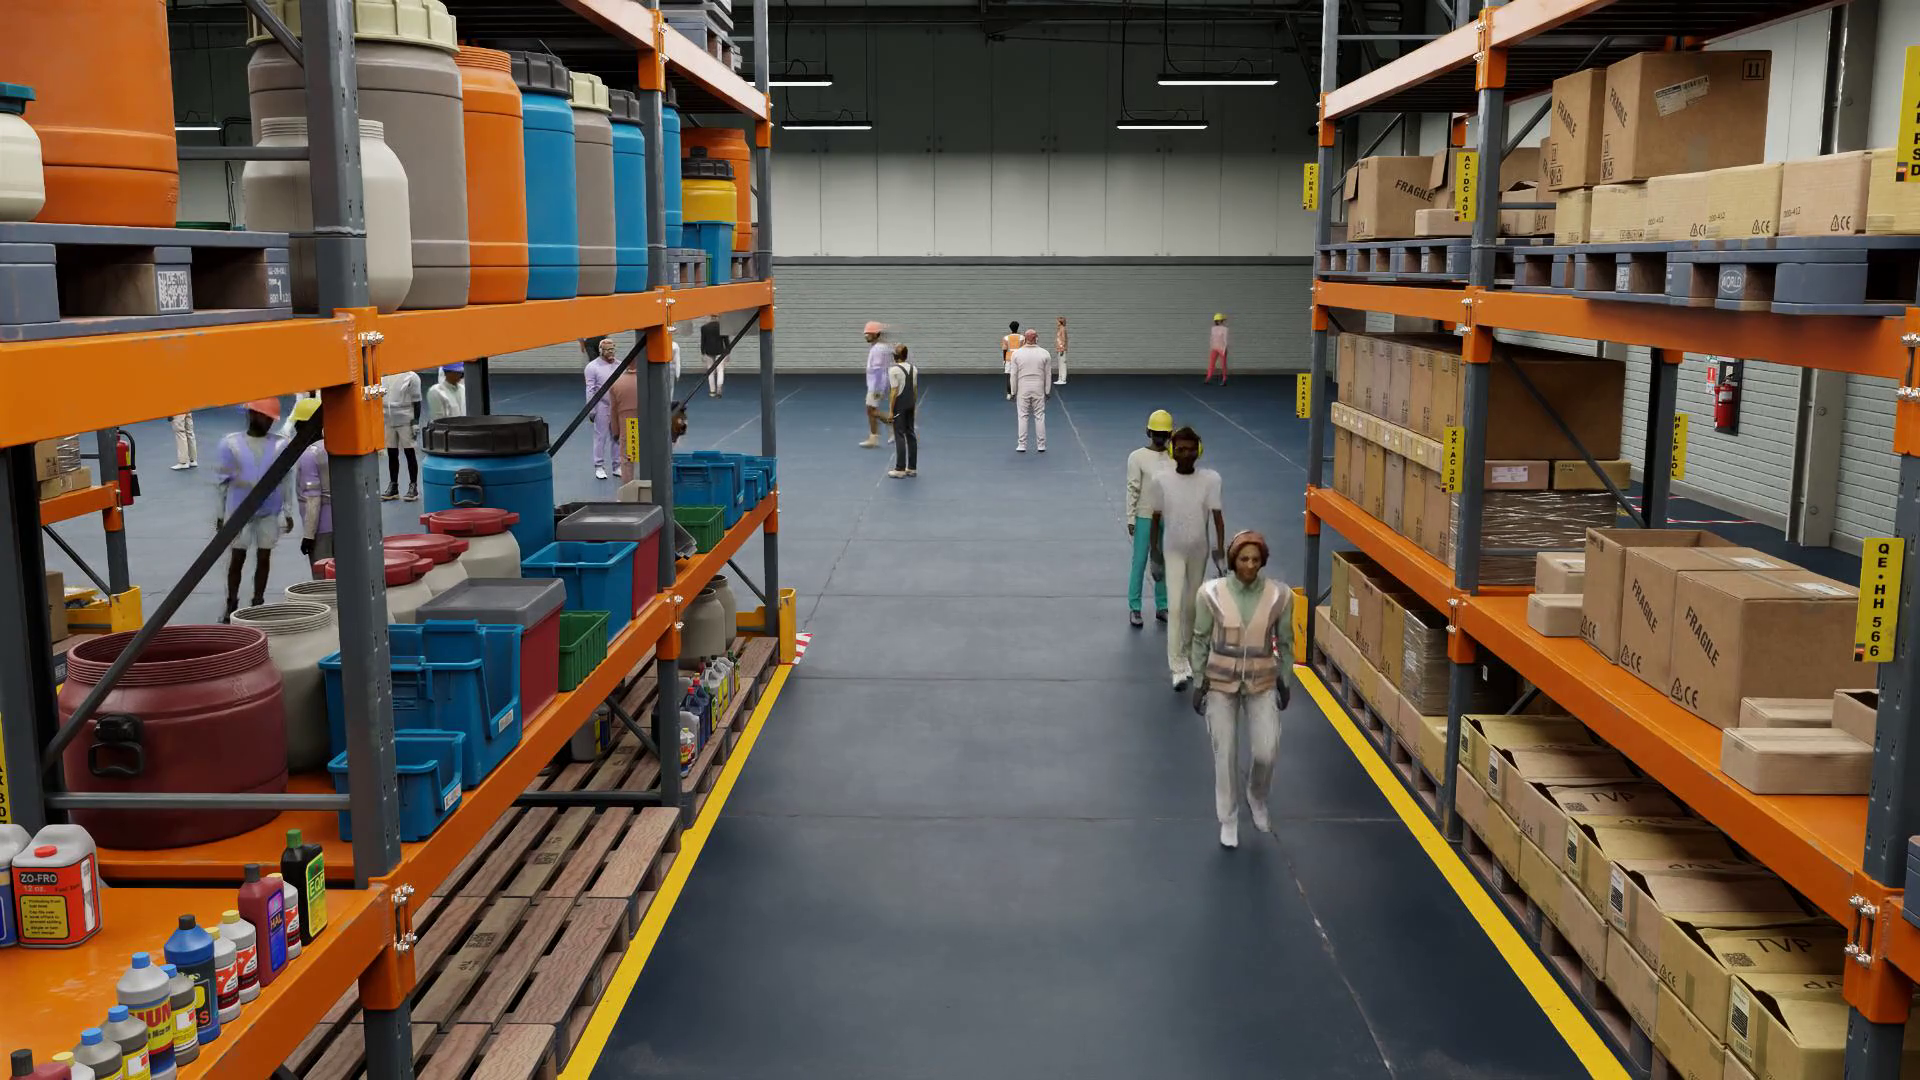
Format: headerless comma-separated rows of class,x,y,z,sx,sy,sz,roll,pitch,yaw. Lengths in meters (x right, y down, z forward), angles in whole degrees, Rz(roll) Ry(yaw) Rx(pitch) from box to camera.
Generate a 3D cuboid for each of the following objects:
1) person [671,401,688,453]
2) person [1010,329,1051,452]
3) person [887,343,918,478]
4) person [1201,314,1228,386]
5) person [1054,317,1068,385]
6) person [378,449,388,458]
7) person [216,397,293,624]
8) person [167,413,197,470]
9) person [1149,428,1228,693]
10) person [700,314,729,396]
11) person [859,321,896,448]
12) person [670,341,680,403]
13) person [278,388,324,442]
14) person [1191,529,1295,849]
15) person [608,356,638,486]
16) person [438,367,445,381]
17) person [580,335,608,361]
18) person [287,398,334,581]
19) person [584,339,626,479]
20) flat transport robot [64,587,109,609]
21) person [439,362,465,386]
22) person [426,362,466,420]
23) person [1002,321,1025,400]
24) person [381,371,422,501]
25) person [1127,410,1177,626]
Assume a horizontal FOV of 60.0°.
person,-2.443,-0.221,13.598,0.880,1.842,0.524,4,10,21
person,1.097,-2.330,26.002,0.643,1.908,0.399,-1,10,-4
person,-0.799,-1.790,22.950,0.344,1.845,0.506,9,13,42
person,6.139,-4.538,39.749,0.550,1.718,0.882,9,13,44
person,2.456,-4.587,40.317,0.309,1.641,0.514,-1,10,-7
person,-9.071,-2.086,24.950,0.606,1.789,0.953,3,10,16
person,-5.741,-0.249,13.578,0.597,1.898,0.431,-5,11,-28
person,-11.168,-1.829,23.806,0.311,1.636,0.523,1,10,6
person,1.580,0.129,11.552,0.515,1.815,1.011,0,9,0
person,-5.411,-4.146,36.705,0.625,1.974,0.771,-1,10,-7
person,-1.297,-2.475,26.529,0.572,2.019,0.623,-2,10,-11
person,-5.513,-3.123,31.040,0.598,1.814,0.673,-2,10,-14
person,-10.745,-2.481,27.240,0.640,1.811,0.907,8,12,39
person,1.422,0.753,8.391,0.522,1.626,0.364,1,10,4
person,-3.854,-1.307,19.885,0.642,1.905,0.399,1,10,8
person,-7.686,-2.082,25.133,0.538,1.698,0.320,7,12,37
person,-8.893,-4.760,40.283,0.693,2.000,0.972,-6,11,-34
person,-4.894,-0.122,12.712,0.367,1.927,0.594,0,9,-1
person,-4.814,-1.804,22.851,0.654,1.906,0.408,-9,13,-44
flat transport robot,-7.764,0.574,13.626,0.652,0.197,1.431,3,10,17
person,-6.243,-1.451,20.835,0.545,1.888,1.015,-1,10,-5
person,-5.675,-1.108,18.576,0.406,1.946,0.611,5,11,27
person,1.177,-3.854,35.769,0.531,1.693,0.320,1,9,3
person,-6.992,-1.471,20.699,0.601,1.958,0.380,3,10,15
person,1.610,-0.183,13.570,0.531,1.765,0.327,-3,10,-20
